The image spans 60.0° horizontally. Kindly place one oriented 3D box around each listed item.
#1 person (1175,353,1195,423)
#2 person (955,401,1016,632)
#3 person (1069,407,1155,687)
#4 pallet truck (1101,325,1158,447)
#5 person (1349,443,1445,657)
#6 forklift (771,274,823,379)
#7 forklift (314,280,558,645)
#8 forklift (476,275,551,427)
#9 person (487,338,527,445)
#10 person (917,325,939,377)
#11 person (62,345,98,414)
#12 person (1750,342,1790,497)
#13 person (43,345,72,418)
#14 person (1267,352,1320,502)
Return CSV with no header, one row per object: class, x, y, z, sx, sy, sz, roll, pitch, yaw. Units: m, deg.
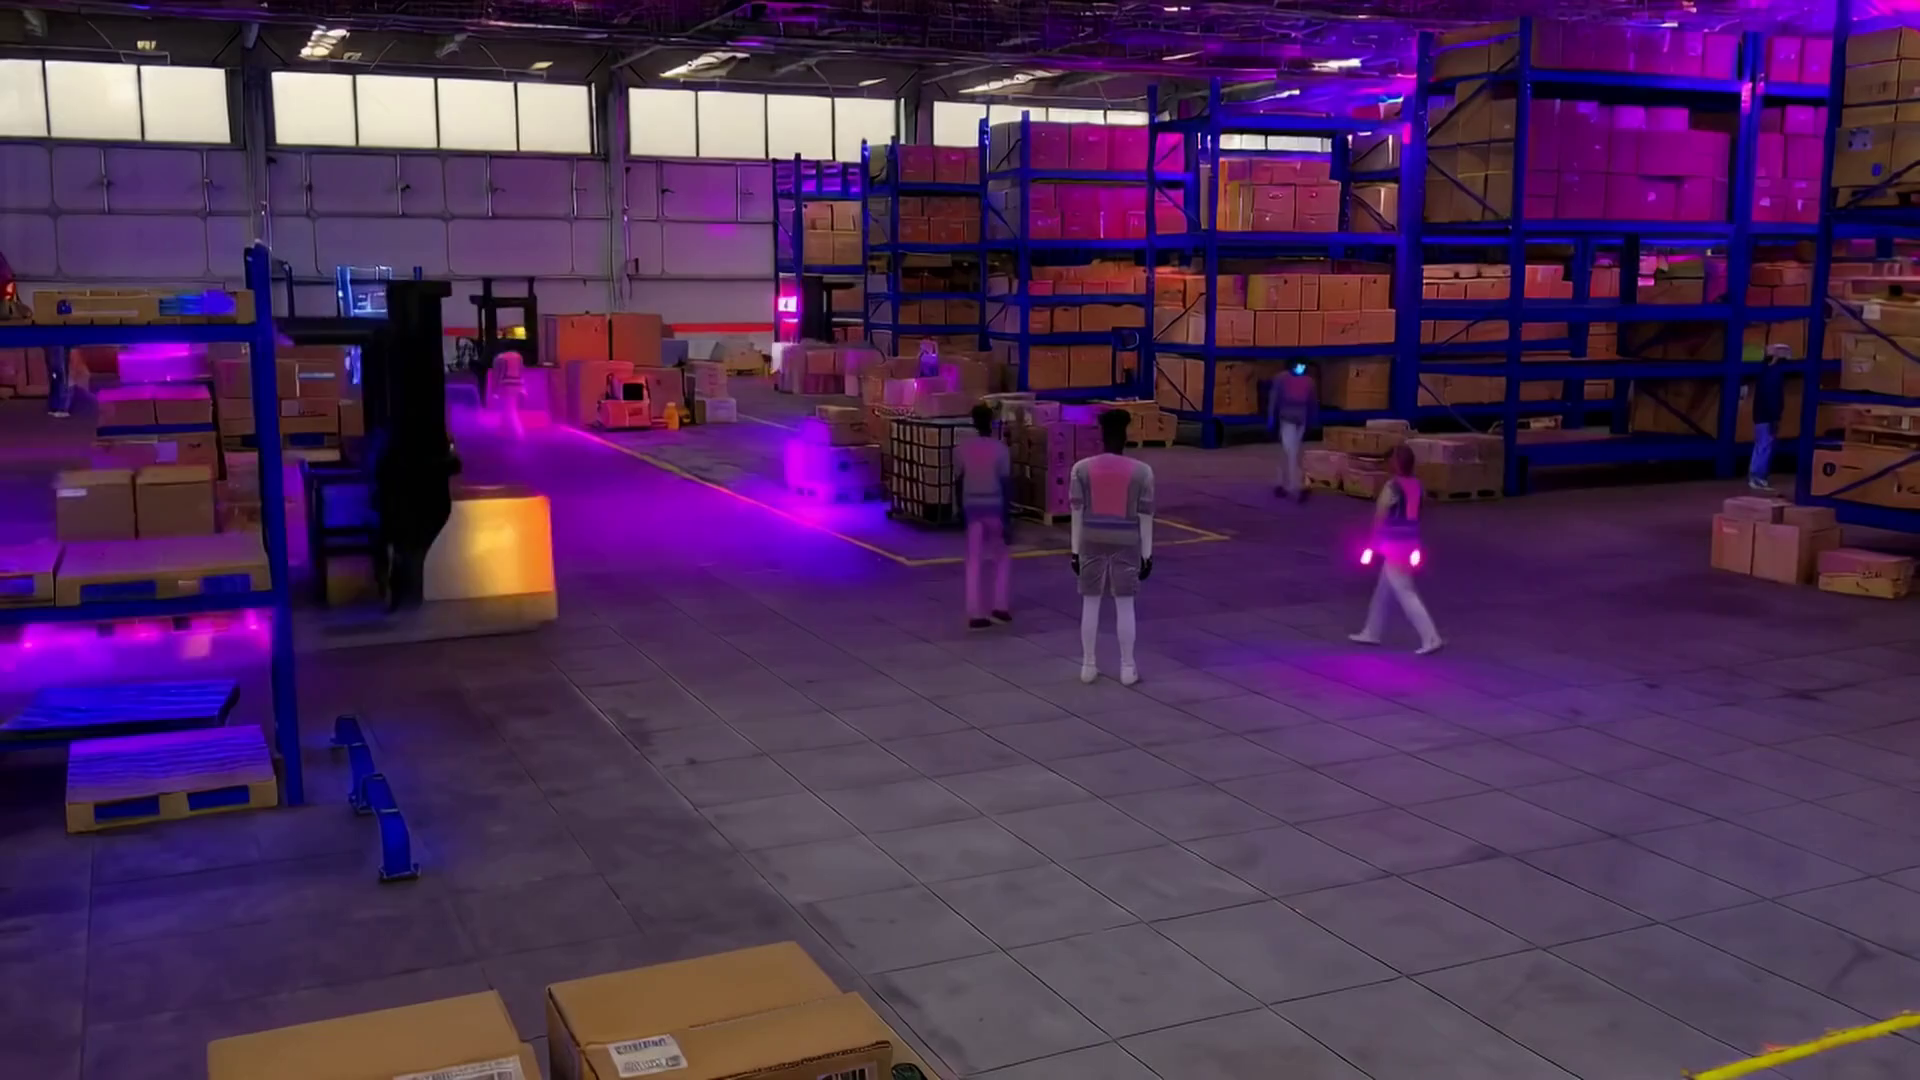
person,4.335,-3.177,31.784,0.444,1.917,0.559,-9,13,-43
person,0.240,-0.205,13.547,0.565,1.845,0.740,4,10,23
person,1.056,0.056,11.615,0.598,1.958,0.378,2,9,10
pallet truck,2.881,-2.596,27.923,0.823,1.965,1.885,-1,9,-7
person,3.362,0.067,12.620,0.826,1.605,0.515,8,12,39
forklift,-3.844,-5.435,42.806,1.873,2.768,1.129,-4,10,-25
forklift,-4.320,-0.695,13.396,1.873,2.768,1.129,-4,10,-25
forklift,-8.496,-3.612,31.496,1.129,2.768,1.873,-4,10,-25
person,-7.661,-2.493,27.937,0.962,1.785,0.628,4,10,24
person,-0.729,-4.002,37.574,0.540,1.697,0.317,-5,10,-26
person,-17.937,-3.367,33.795,0.902,1.643,0.531,-5,10,-28
person,10.474,-1.559,21.533,0.398,1.990,0.617,2,9,11
person,-17.996,-3.392,33.103,0.363,1.929,0.628,-2,9,-9
person,4.266,-1.427,20.995,0.628,1.880,1.044,-4,10,-23
